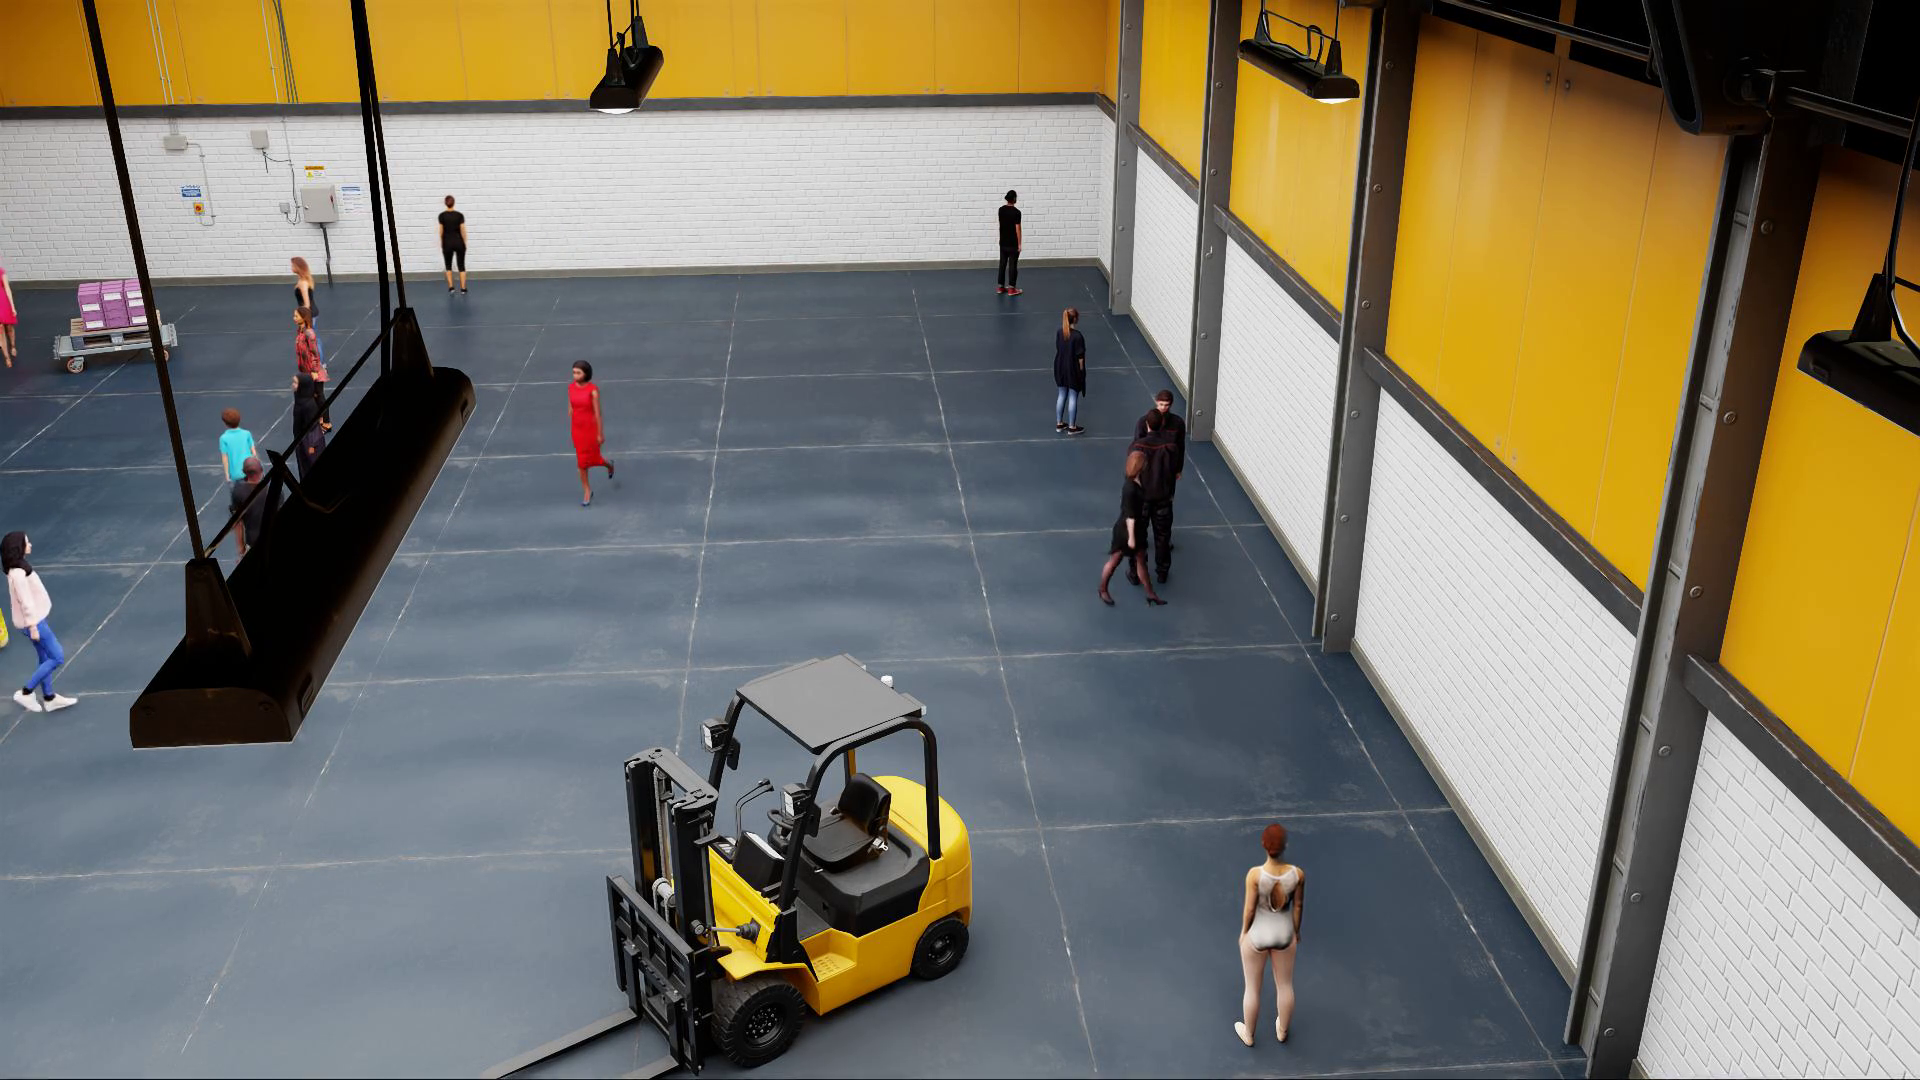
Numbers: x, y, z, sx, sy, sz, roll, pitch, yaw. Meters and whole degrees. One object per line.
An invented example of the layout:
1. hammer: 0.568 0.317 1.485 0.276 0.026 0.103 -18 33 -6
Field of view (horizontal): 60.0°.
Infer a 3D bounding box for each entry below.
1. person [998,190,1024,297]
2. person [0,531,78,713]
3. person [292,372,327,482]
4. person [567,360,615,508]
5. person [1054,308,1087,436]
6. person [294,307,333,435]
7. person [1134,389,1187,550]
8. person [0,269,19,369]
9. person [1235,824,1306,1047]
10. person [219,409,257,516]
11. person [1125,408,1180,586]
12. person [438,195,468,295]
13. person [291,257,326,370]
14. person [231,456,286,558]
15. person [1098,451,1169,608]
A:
1. person: 0.836 -5.016 28.031 0.698 1.756 0.749 17 29 34
2. person: -8.340 0.768 14.794 0.863 1.759 0.793 -13 27 -27
3. person: -7.596 -1.182 19.439 0.752 1.612 0.657 -13 27 -28
4. person: -4.340 -1.282 19.526 0.799 1.727 1.007 8 25 17
5. person: 1.426 -2.217 21.717 0.706 1.683 0.779 21 31 39
6. person: -8.463 -2.220 21.699 0.766 1.703 0.679 -20 30 -38
7. person: 2.177 -0.783 18.240 0.724 1.840 0.560 -1 24 -2
8. person: -14.131 -3.429 24.489 0.868 1.684 1.108 -12 26 -26
9. person: 2.016 2.571 10.816 0.558 1.642 0.466 -3 24 -7
10. person: -8.061 -0.758 18.715 0.863 1.415 1.013 -18 29 -35
11. person: 1.991 -0.457 17.406 0.682 1.911 0.560 -2 24 -4
12. person: -8.565 -4.984 28.069 0.664 1.666 0.632 -7 25 -16
13. person: -9.410 -3.250 24.033 0.695 1.722 0.518 -7 25 -16
14. person: -6.840 0.068 16.380 0.926 1.773 1.277 -10 26 -22
15. person: 1.626 -0.089 16.879 0.988 1.660 1.034 9 25 19
